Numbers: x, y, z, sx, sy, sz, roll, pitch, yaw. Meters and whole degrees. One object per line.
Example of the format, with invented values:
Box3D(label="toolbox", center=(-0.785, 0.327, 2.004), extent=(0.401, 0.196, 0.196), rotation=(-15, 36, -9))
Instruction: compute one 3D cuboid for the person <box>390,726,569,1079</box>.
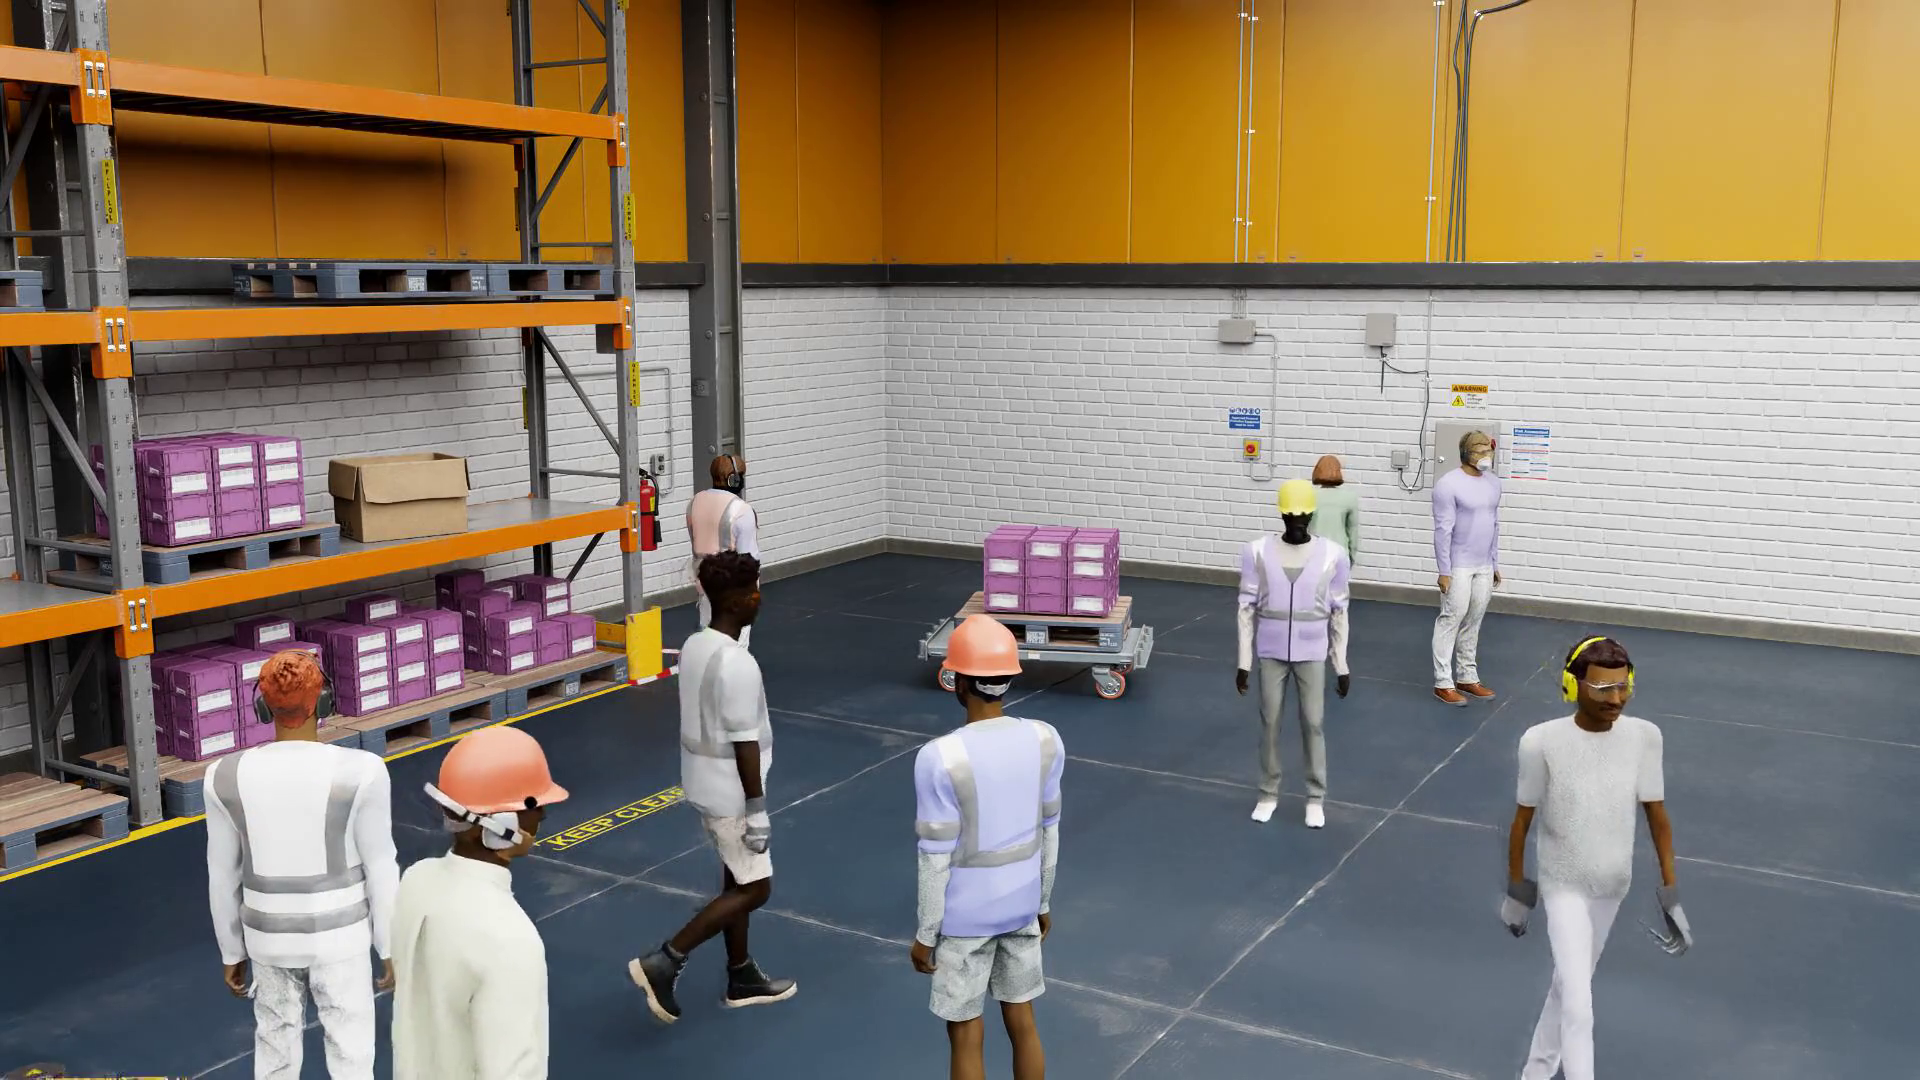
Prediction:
Box3D(label="person", center=(-1.080, 1.404, 4.074), extent=(0.634, 1.962, 0.811), rotation=(9, 13, 43))

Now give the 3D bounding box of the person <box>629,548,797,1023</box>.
Box3D(label="person", center=(-0.989, 1.000, 6.675), extent=(0.654, 1.949, 0.631), rotation=(-4, 10, -26))

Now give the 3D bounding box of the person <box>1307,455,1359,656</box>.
Box3D(label="person", center=(2.927, 0.114, 13.321), extent=(0.524, 1.584, 0.870), rotation=(0, 9, 2))

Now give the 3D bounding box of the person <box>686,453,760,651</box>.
Box3D(label="person", center=(-1.565, 0.331, 11.220), extent=(0.619, 1.836, 0.430), rotation=(8, 12, 40))

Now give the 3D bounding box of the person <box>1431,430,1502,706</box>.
Box3D(label="person", center=(3.588, 0.191, 11.745), extent=(0.632, 1.940, 0.372), rotation=(-6, 11, -34))

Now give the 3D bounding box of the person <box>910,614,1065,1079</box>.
Box3D(label="person", center=(0.074, 1.201, 5.448), extent=(0.545, 1.938, 0.355), rotation=(-6, 11, -33))

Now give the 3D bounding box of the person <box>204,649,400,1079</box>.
Box3D(label="person", center=(-2.044, 1.271, 5.227), extent=(0.574, 1.876, 0.340), rotation=(0, 9, -1))

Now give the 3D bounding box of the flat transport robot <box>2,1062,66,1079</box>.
Box3D(label="flat transport robot", center=(-3.011, 2.062, 5.257), extent=(0.652, 0.197, 1.431), rotation=(0, 9, -2))

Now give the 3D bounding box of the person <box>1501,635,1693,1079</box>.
Box3D(label="person", center=(2.175, 1.235, 5.622), extent=(0.508, 1.820, 0.966), rotation=(-2, 9, -11))

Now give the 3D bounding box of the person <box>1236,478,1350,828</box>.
Box3D(label="person", center=(1.840, 0.610, 9.175), extent=(0.610, 1.926, 0.370), rotation=(3, 9, 17))
